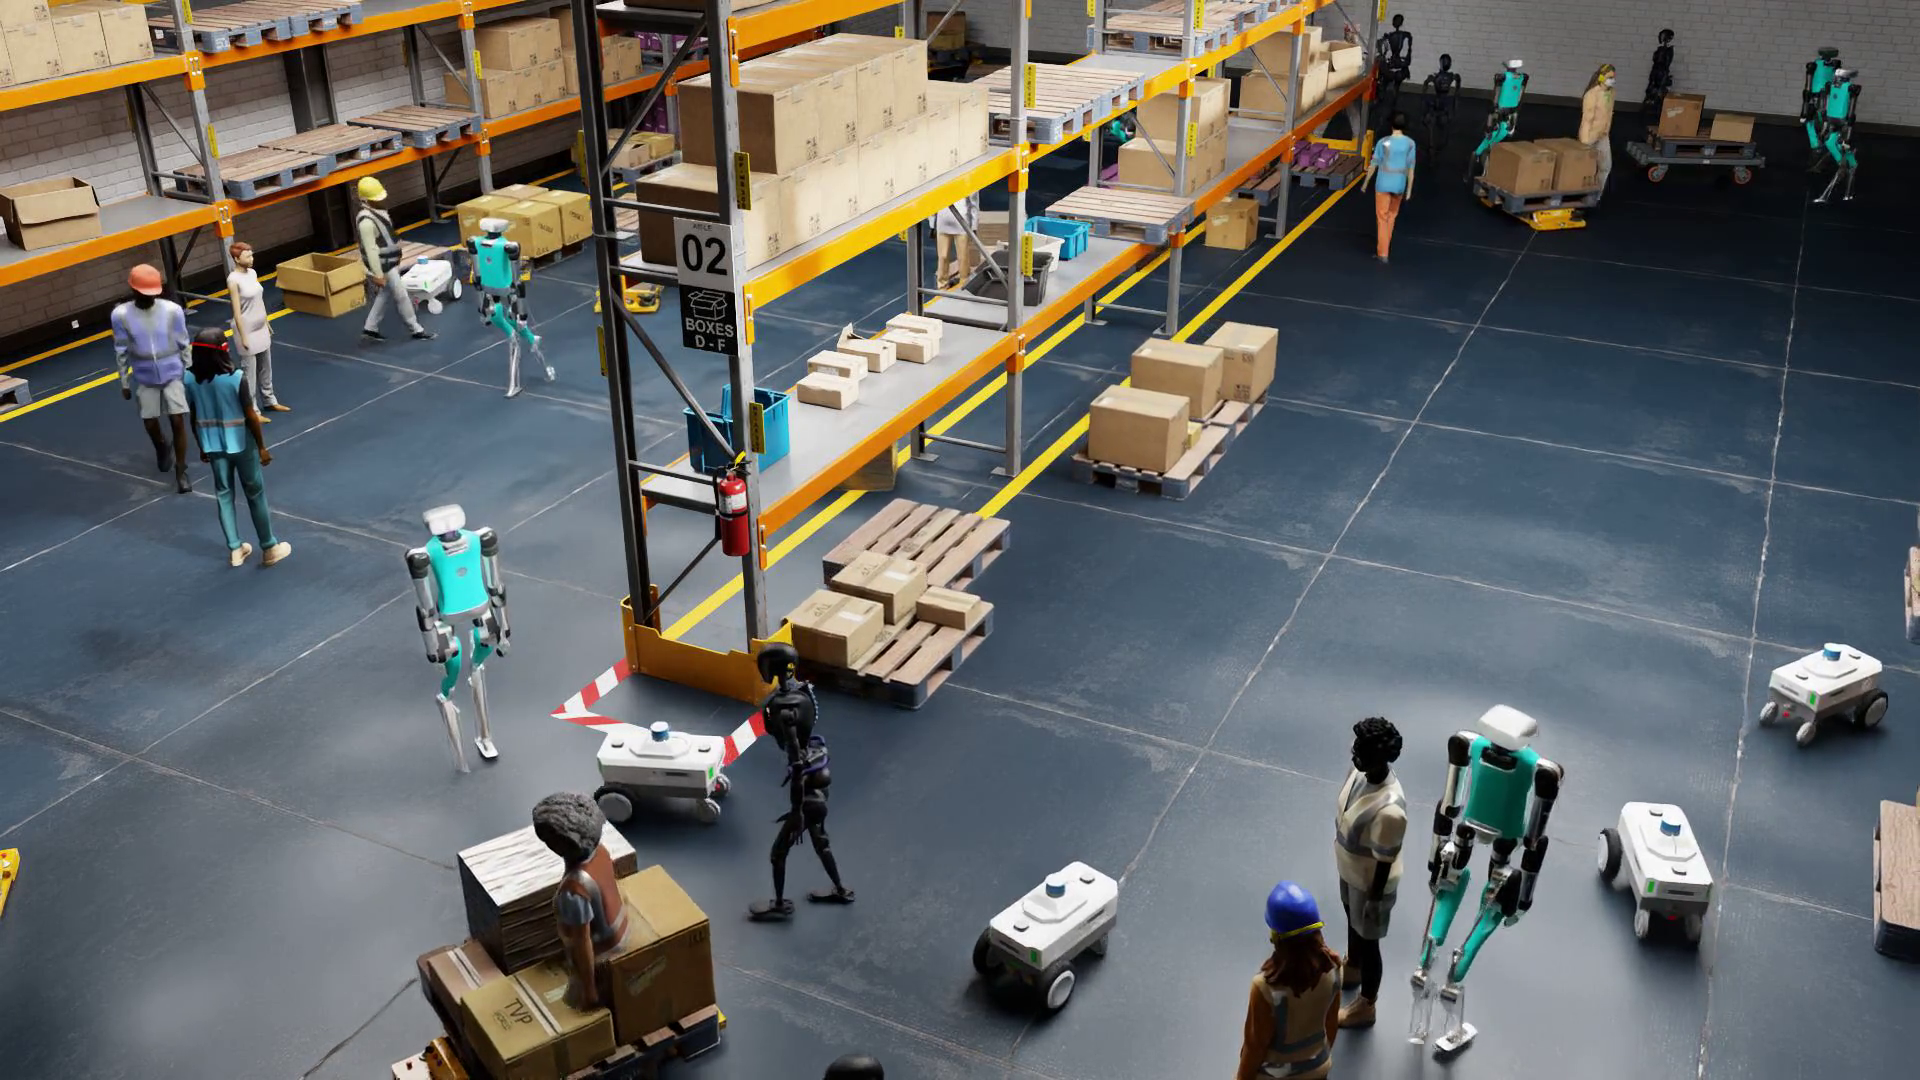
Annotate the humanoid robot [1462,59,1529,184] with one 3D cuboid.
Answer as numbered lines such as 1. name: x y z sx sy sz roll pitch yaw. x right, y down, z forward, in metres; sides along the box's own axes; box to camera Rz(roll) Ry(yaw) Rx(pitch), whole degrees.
1. humanoid robot: 7.210 -5.619 22.607 0.571 1.880 0.755 -11 29 -22

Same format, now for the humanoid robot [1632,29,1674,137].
1. humanoid robot: 10.469 -6.800 24.930 0.387 1.651 0.602 0 26 1

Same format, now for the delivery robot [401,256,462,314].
1. delivery robot: -5.786 -2.796 18.125 0.525 0.613 0.785 3 27 6

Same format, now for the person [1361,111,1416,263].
1. person: 5.011 -4.153 19.497 0.532 1.750 0.576 -3 26 -5

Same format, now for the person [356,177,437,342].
1. person: -5.783 -2.805 16.750 0.696 1.785 0.606 -6 27 -13

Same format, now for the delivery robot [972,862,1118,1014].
1. delivery robot: 0.458 1.977 8.460 0.513 0.593 0.765 23 34 38

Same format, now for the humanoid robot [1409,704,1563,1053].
1. humanoid robot: 2.345 1.675 7.755 0.544 1.797 0.750 21 33 36

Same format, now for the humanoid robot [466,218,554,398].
1. humanoid robot: -4.146 -2.192 15.636 0.552 1.852 0.857 9 28 17

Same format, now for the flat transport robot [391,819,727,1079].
1. flat transport robot: -1.906 2.390 7.950 1.431 0.231 0.659 -18 32 -32

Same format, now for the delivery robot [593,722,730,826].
1. delivery robot: -1.751 1.336 9.741 0.768 0.581 0.499 2 26 5

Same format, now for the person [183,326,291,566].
1. person: -5.411 -0.675 12.342 0.519 1.865 0.391 1 26 3

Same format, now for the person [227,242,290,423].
1. person: -6.384 -1.879 15.012 0.281 1.651 0.441 5 27 10

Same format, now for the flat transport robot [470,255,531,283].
1. flat transport robot: -5.342 -3.310 19.463 0.659 0.231 1.431 -5 27 -9

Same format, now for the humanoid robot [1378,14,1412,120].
1. humanoid robot: 6.852 -7.437 26.208 0.592 1.640 0.362 -7 27 -13

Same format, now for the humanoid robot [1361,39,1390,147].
1. humanoid robot: 6.041 -6.467 24.265 0.523 1.641 0.590 14 30 26

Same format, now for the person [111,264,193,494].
1. person: -6.582 -1.347 13.652 0.578 1.902 0.625 -12 29 -22

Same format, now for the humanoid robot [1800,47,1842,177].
1. humanoid robot: 11.945 -5.817 22.934 0.550 1.841 0.758 -9 28 -18

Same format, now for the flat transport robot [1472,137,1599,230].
1. flat transport robot: 7.368 -4.275 21.414 0.659 0.231 1.431 -6 27 -12

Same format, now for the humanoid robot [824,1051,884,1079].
1. humanoid robot: -0.430 2.535 6.103 0.492 1.639 0.611 -21 33 -35

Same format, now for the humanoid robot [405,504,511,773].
1. humanoid robot: -3.034 0.554 10.012 0.551 1.800 0.671 -18 31 -31

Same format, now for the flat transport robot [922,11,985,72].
1. flat transport robot: -0.338 -8.797 30.548 1.431 0.231 0.659 -19 32 -33

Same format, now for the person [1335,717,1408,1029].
1. person: 1.943 1.581 7.983 0.319 1.694 0.534 -1 26 -2

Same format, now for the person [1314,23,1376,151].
1. person: 5.646 -6.606 24.338 0.642 1.849 1.020 -24 35 -39

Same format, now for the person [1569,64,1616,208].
1. person: 8.261 -5.177 21.447 0.583 1.853 0.666 -14 30 -26

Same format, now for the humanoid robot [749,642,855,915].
1. humanoid robot: -0.854 1.268 8.659 0.574 1.630 0.593 -3 27 -7

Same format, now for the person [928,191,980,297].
1. person: -0.076 -3.392 17.956 0.565 1.748 0.336 8 27 15

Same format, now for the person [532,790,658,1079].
1. person: -1.627 1.863 7.442 0.430 1.662 0.459 2 26 5

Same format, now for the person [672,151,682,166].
1. person: -2.905 -3.725 18.590 0.572 1.800 0.896 5 27 10

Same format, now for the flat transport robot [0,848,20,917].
1. flat transport robot: -5.370 2.065 8.607 0.659 0.231 1.431 -8 27 -16

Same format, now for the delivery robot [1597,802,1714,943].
1. delivery robot: 3.773 1.743 8.956 0.499 0.613 0.811 4 27 7

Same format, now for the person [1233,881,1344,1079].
1. person: 1.311 2.142 6.757 0.469 1.771 0.323 -12 29 -22

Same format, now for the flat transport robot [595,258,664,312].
1. flat transport robot: -3.630 -2.832 18.498 0.659 0.231 1.431 -1 26 -2

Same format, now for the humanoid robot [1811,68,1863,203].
1. humanoid robot: 11.709 -5.283 21.890 0.797 1.843 0.569 -8 27 -15

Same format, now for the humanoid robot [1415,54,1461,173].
1. humanoid robot: 6.695 -6.003 23.316 0.612 1.637 0.502 -3 26 -6

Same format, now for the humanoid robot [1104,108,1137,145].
1. humanoid robot: 2.339 -5.656 22.587 0.933 1.796 0.560 -19 32 -34

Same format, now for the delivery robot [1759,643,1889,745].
1. delivery robot: 5.494 0.941 10.571 0.813 0.609 0.499 -14 30 -26
